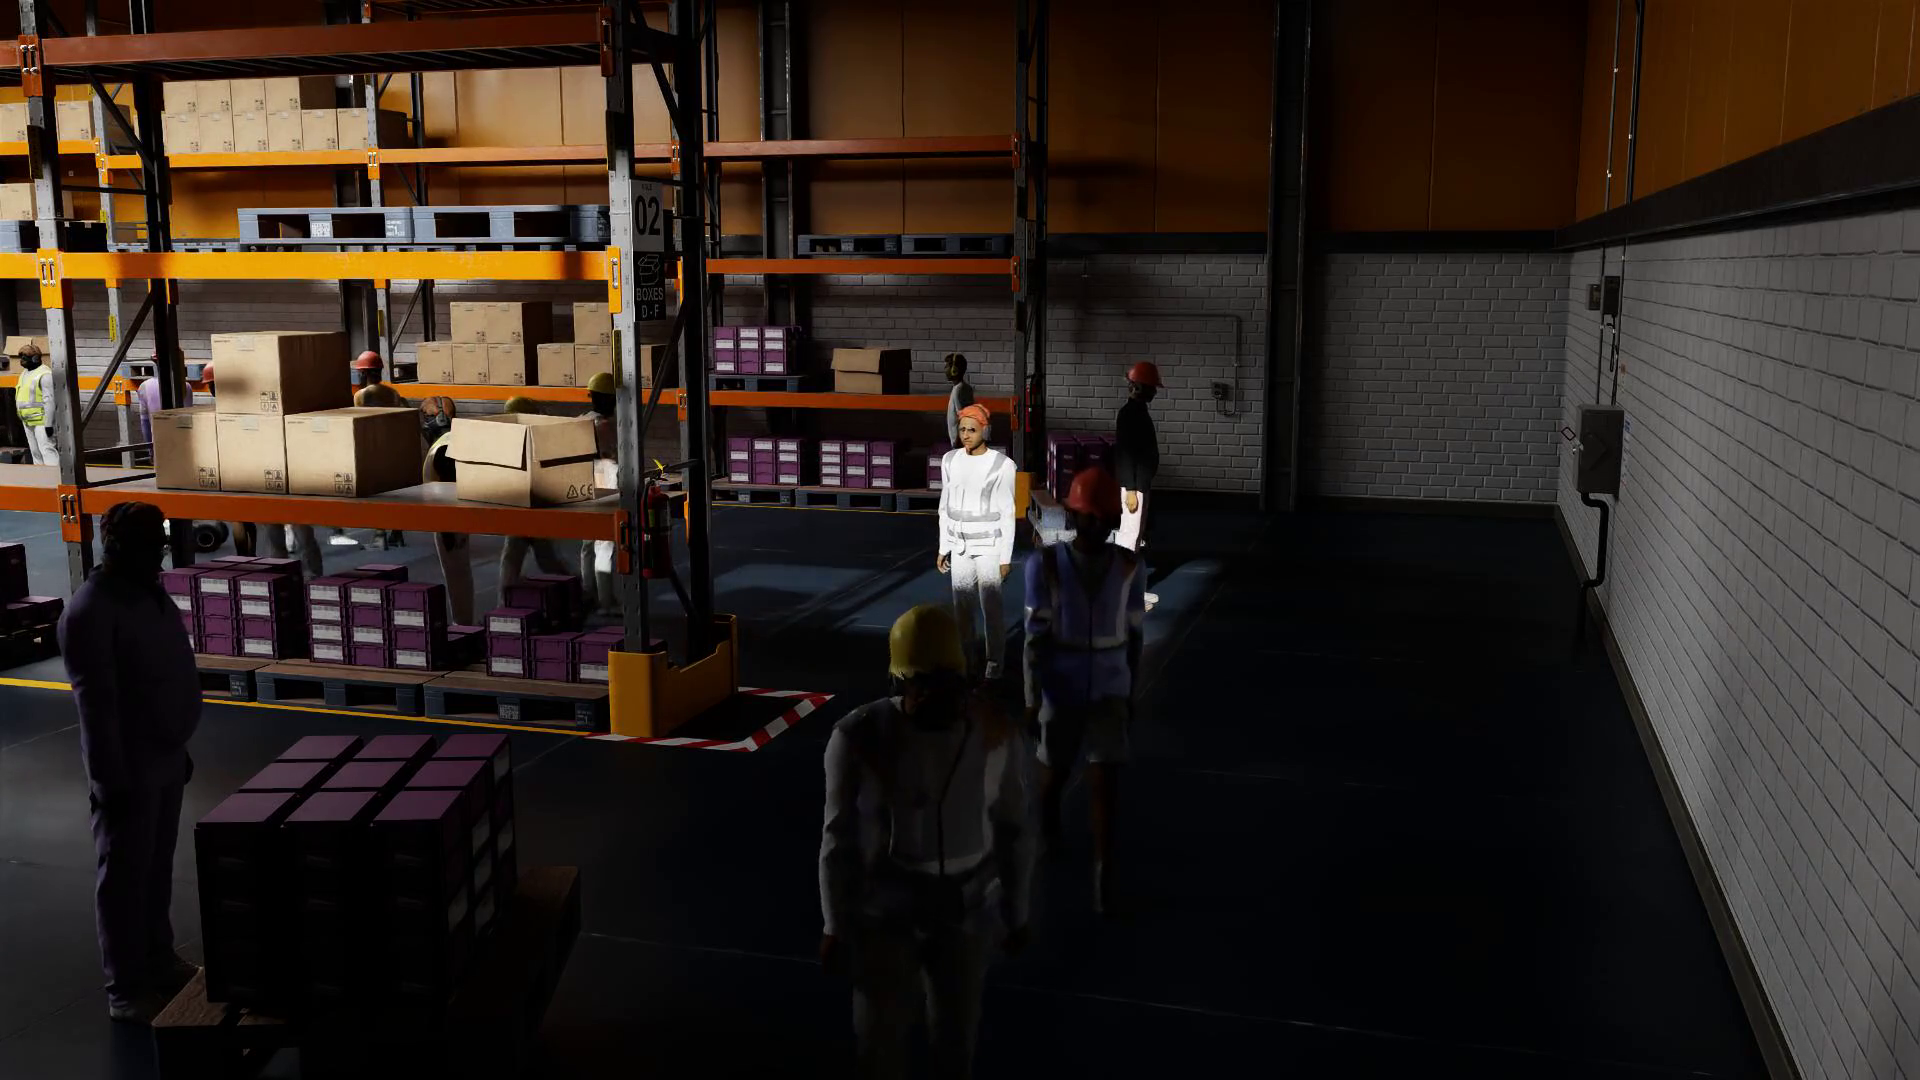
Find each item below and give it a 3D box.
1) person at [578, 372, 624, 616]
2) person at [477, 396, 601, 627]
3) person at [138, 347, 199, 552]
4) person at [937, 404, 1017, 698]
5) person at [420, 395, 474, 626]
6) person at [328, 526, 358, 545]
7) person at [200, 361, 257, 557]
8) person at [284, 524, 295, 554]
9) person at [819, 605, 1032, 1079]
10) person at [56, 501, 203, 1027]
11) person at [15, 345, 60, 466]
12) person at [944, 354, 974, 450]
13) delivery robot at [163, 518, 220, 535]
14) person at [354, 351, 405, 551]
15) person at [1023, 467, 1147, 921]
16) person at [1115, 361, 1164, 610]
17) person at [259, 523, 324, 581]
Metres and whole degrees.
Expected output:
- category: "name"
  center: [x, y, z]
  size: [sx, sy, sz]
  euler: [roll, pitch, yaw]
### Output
- category: "person"
  center: [-2.821, -0.360, 13.129]
  size: [0.381, 1.918, 0.584]
  euler: [-7, 12, -36]
- category: "person"
  center: [-3.192, -0.202, 12.593]
  size: [0.886, 1.787, 0.597]
  euler: [0, 9, -3]
- category: "person"
  center: [-7.542, -0.888, 15.967]
  size: [0.604, 2.044, 0.375]
  euler: [3, 10, 16]
- category: "person"
  center: [0.102, 0.065, 10.666]
  size: [0.575, 1.880, 0.359]
  euler: [7, 12, 37]
- category: "person"
  center: [-3.671, -0.120, 11.936]
  size: [0.428, 1.836, 0.626]
  euler: [-2, 10, -13]
- category: "person"
  center: [-6.310, -0.803, 16.414]
  size: [0.595, 1.725, 0.500]
  euler: [-1, 9, -8]
- category: "person"
  center: [-6.399, -0.597, 14.545]
  size: [0.385, 1.929, 0.547]
  euler: [0, 9, -3]
- category: "person"
  center: [-6.625, -0.748, 16.053]
  size: [0.771, 1.737, 0.529]
  euler: [8, 12, 40]
- category: "person"
  center: [-0.087, 1.067, 4.802]
  size: [0.638, 1.815, 0.442]
  euler: [-3, 10, -15]
- category: "person"
  center: [-2.981, 0.803, 6.096]
  size: [0.406, 1.902, 0.636]
  euler: [-1, 9, -5]
- category: "person"
  center: [-10.919, -1.393, 19.699]
  size: [0.624, 1.835, 0.429]
  euler: [7, 11, 35]
- category: "person"
  center: [-0.008, -0.968, 17.001]
  size: [0.309, 1.864, 0.535]
  euler: [2, 9, 10]
- category: "delivery robot"
  center: [-7.513, -0.208, 16.063]
  size: [0.707, 0.478, 0.477]
  euler: [-2, 10, -15]
- category: "person"
  center: [-5.669, -0.862, 16.135]
  size: [0.373, 1.934, 0.551]
  euler: [4, 10, 23]
- category: "person"
  center: [0.528, 0.613, 7.235]
  size: [0.553, 1.912, 0.799]
  euler: [-1, 9, -4]
- category: "person"
  center: [1.432, -0.443, 13.408]
  size: [0.384, 1.993, 0.609]
  euler: [3, 10, 17]
- category: "person"
  center: [-5.406, -0.377, 13.334]
  size: [0.684, 1.897, 0.416]
  euler: [0, 9, -1]
